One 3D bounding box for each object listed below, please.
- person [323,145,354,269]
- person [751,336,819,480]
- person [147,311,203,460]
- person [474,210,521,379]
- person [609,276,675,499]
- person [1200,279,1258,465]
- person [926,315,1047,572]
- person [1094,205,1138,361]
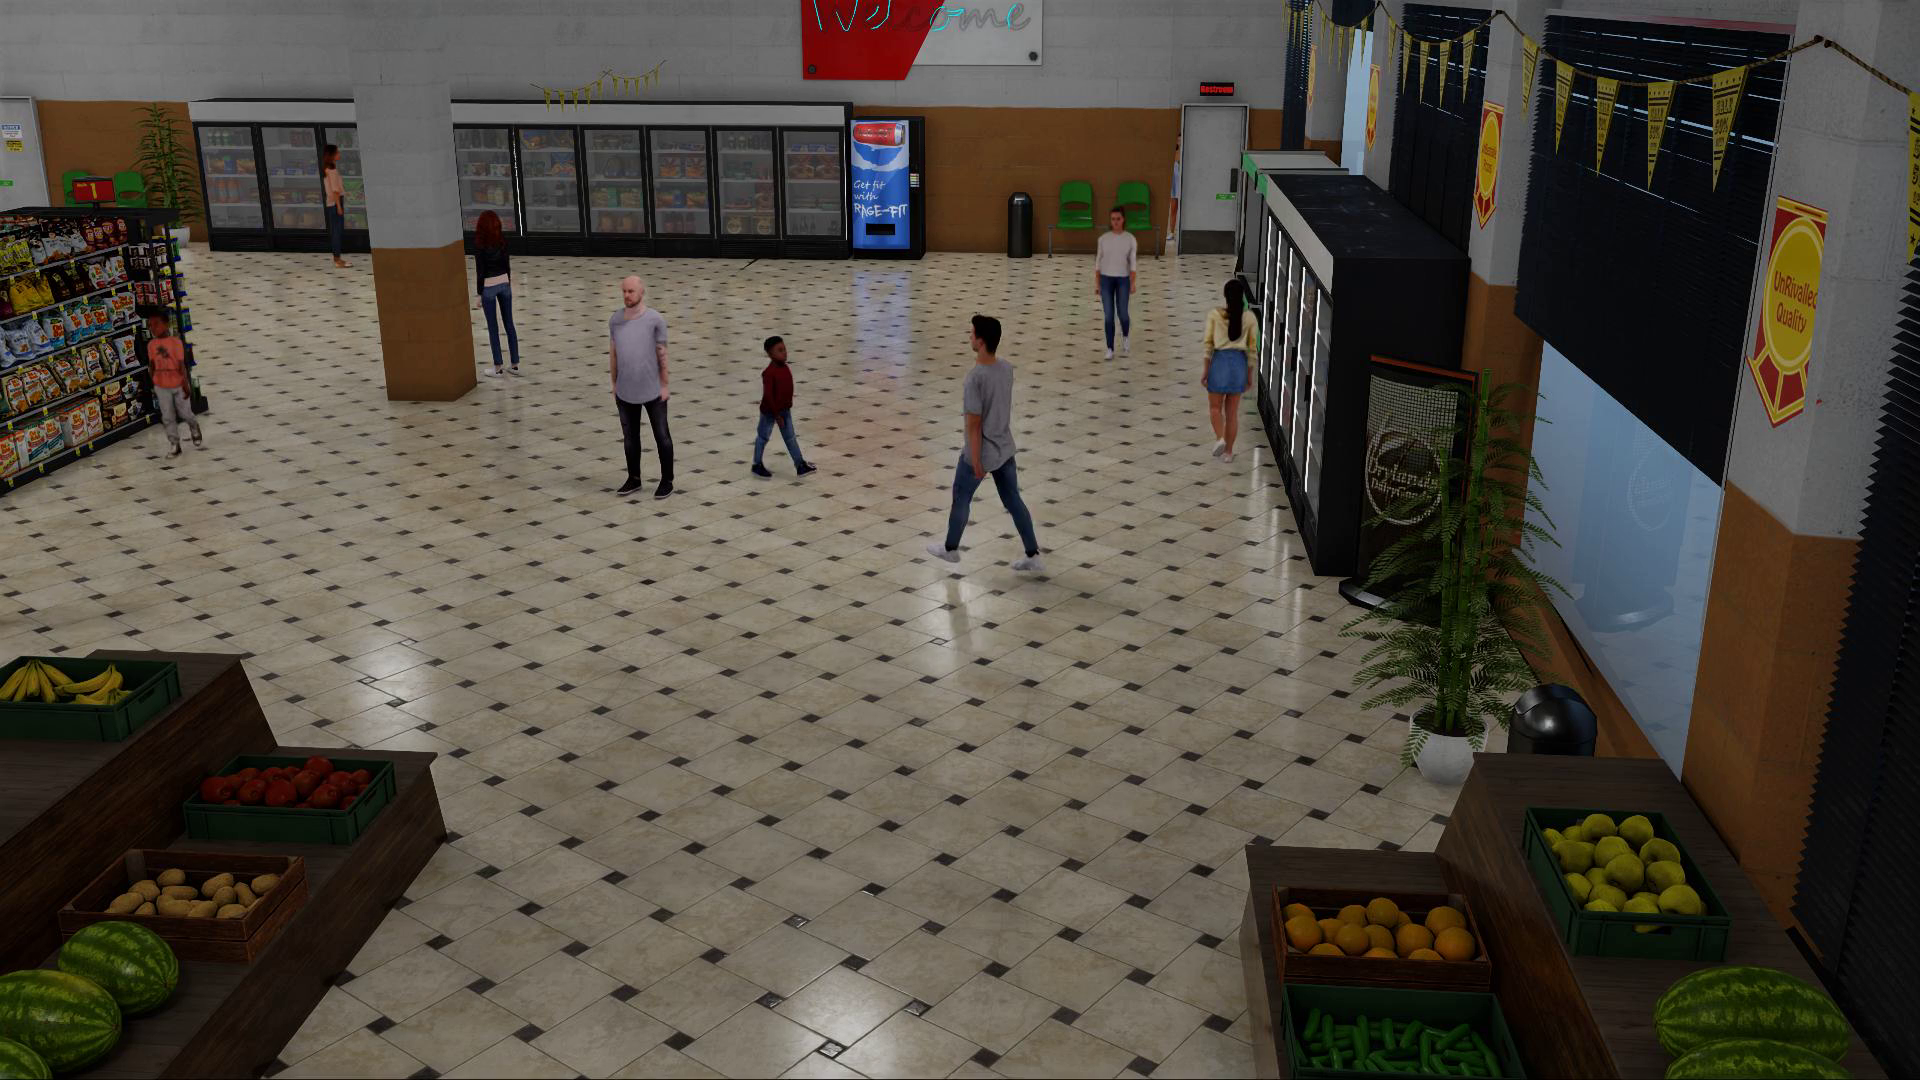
[{"bbox_3d":[-9.274,-4.957,24.692,0.734,1.789,0.616,-8,20,-22],"label":"person"},{"bbox_3d":[-1.623,-1.111,14.156,0.815,1.234,0.867,12,22,32],"label":"person"},{"bbox_3d":[-7.062,-1.414,14.944,0.540,1.304,0.758,0,19,-1],"label":"person"},{"bbox_3d":[-4.976,-2.639,17.823,0.658,1.786,0.731,-18,25,-42],"label":"person"},{"bbox_3d":[-2.620,-1.264,13.665,0.691,1.837,0.622,4,19,12],"label":"person"},{"bbox_3d":[2.348,-1.446,14.549,0.635,1.618,0.730,2,19,5],"label":"person"},{"bbox_3d":[0.283,-0.623,11.754,1.207,1.844,1.234,16,24,39],"label":"person"},{"bbox_3d":[1.754,-2.892,18.690,0.690,1.712,0.762,5,19,16],"label":"person"}]
